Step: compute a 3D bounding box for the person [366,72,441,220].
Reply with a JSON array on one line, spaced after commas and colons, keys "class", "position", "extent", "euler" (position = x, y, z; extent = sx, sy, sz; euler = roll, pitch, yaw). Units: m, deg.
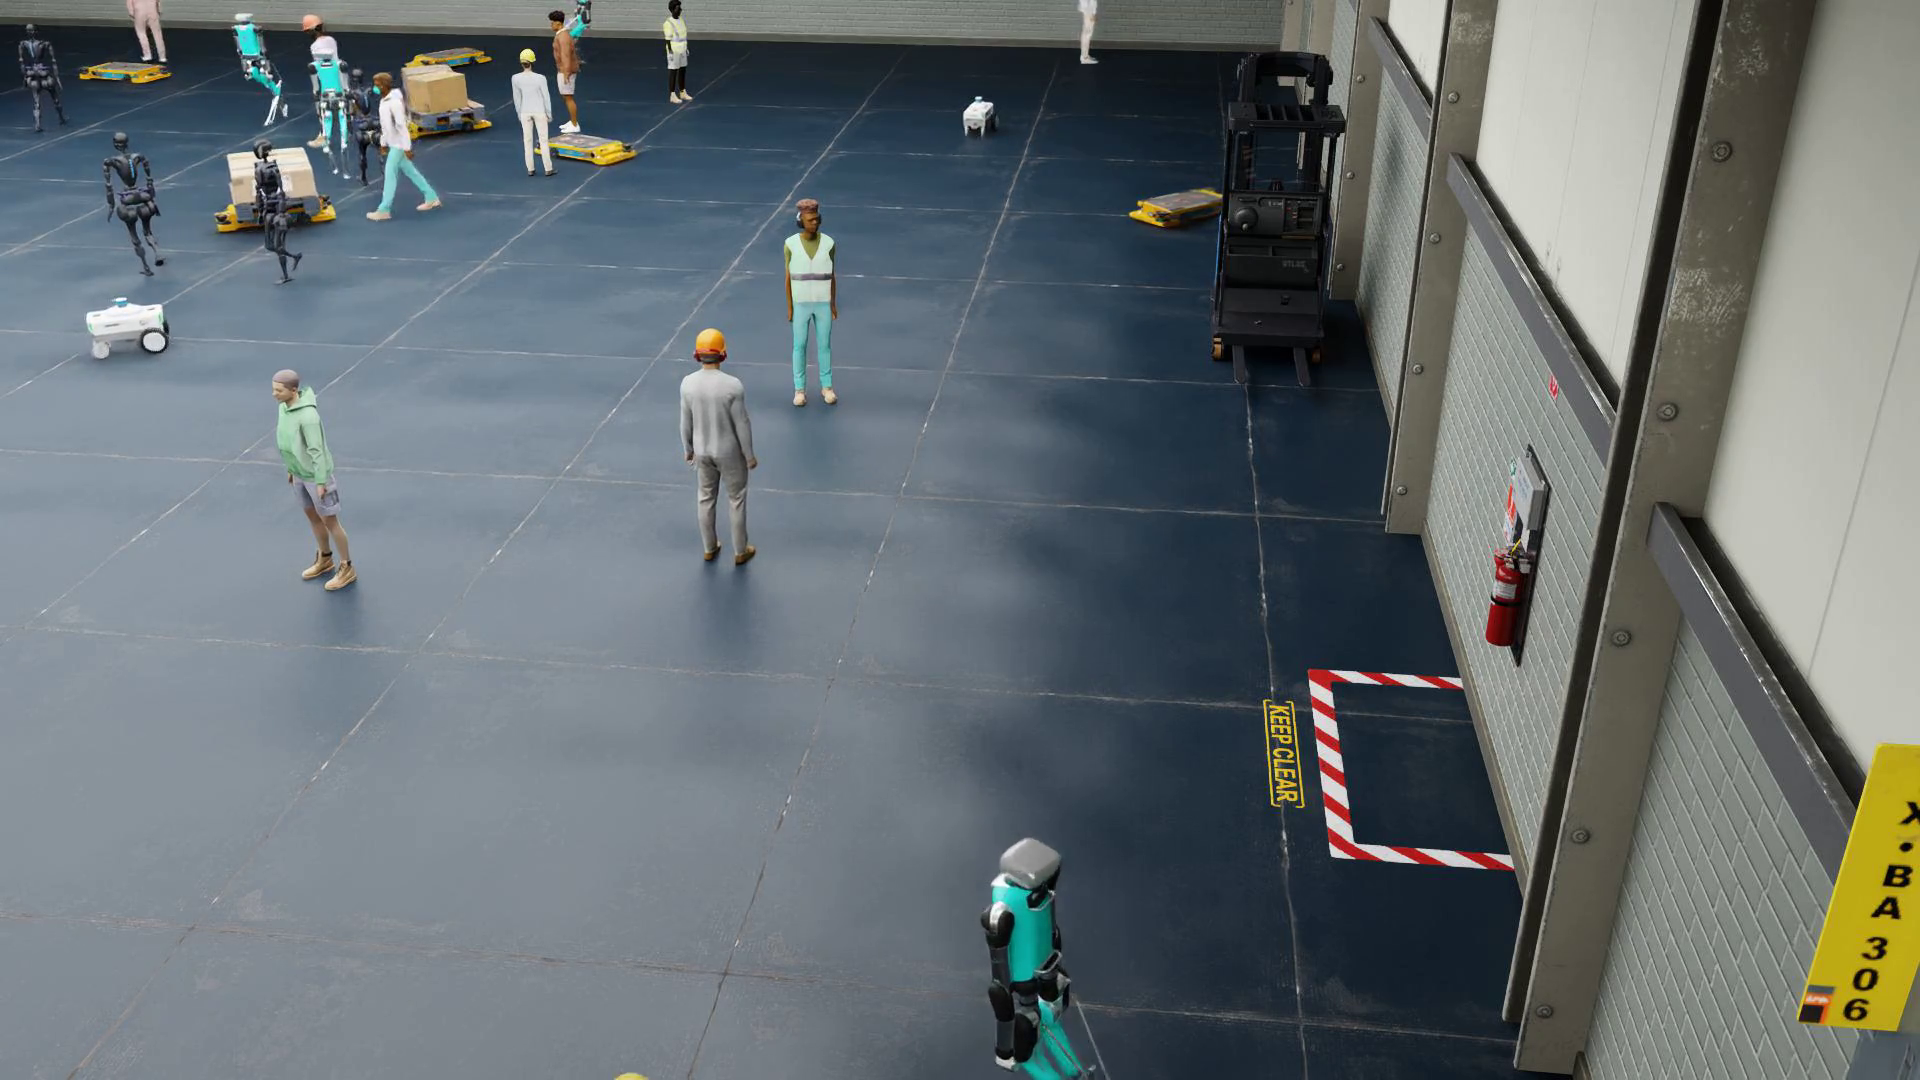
[{"class": "person", "position": [-7.329, -5.152, 21.649], "extent": [1.009, 1.865, 0.511], "euler": [-17, 31, -30]}]

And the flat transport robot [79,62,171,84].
[{"class": "flat transport robot", "position": [-15.025, -8.405, 29.917], "extent": [1.431, 0.231, 0.659], "euler": [8, 28, 15]}]

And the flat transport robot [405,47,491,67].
[{"class": "flat transport robot", "position": [-9.551, -8.960, 31.026], "extent": [0.659, 0.231, 1.431], "euler": [21, 34, 36]}]

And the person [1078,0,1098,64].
[{"class": "person", "position": [2.398, -9.865, 31.046], "extent": [0.391, 1.871, 0.505], "euler": [-2, 27, -5]}]

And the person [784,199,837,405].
[{"class": "person", "position": [-1.407, -2.252, 15.731], "extent": [0.489, 1.977, 0.398], "euler": [-6, 27, -11]}]

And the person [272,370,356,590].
[{"class": "person", "position": [-4.850, -0.464, 12.435], "extent": [0.470, 1.733, 0.325], "euler": [20, 33, 34]}]

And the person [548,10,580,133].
[{"class": "person", "position": [-6.158, -7.338, 26.036], "extent": [0.413, 1.841, 0.794], "euler": [-8, 28, -16]}]

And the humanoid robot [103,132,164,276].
[{"class": "humanoid robot", "position": [-9.646, -3.915, 19.381], "extent": [0.344, 1.652, 0.595], "euler": [21, 33, 35]}]

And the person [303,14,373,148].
[{"class": "person", "position": [-9.386, -6.866, 24.946], "extent": [1.068, 1.980, 0.656], "euler": [4, 27, 9]}]

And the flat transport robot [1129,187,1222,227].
[{"class": "flat transport robot", "position": [2.985, -4.369, 21.860], "extent": [1.431, 0.231, 0.659], "euler": [-18, 32, -31]}]

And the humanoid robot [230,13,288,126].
[{"class": "humanoid robot", "position": [-11.093, -7.575, 26.660], "extent": [0.547, 1.788, 0.924], "euler": [7, 27, 13]}]

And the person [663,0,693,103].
[{"class": "person", "position": [-4.750, -8.221, 27.963], "extent": [0.322, 1.690, 0.530], "euler": [13, 29, 24]}]

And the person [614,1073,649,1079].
[{"class": "person", "position": [-1.141, 2.677, 6.154], "extent": [0.611, 1.747, 0.499], "euler": [-18, 32, -31]}]

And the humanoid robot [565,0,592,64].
[{"class": "humanoid robot", "position": [-7.114, -9.576, 30.681], "extent": [0.746, 1.838, 0.542], "euler": [-16, 31, -30]}]

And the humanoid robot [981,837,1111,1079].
[{"class": "humanoid robot", "position": [0.464, 2.138, 7.234], "extent": [0.723, 1.777, 0.538], "euler": [14, 30, 26]}]

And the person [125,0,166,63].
[{"class": "person", "position": [-15.218, -9.876, 31.040], "extent": [0.682, 1.881, 0.689], "euler": [-20, 33, -35]}]

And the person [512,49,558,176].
[{"class": "person", "position": [-6.021, -6.028, 23.500], "extent": [0.524, 1.768, 0.306], "euler": [2, 27, 4]}]

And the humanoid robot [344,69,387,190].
[{"class": "humanoid robot", "position": [-8.161, -5.658, 22.892], "extent": [0.596, 1.627, 0.750], "euler": [-19, 32, -33]}]

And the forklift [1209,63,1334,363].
[{"class": "forklift", "position": [3.241, -3.477, 17.183], "extent": [1.129, 2.768, 1.873], "euler": [3, 27, 6]}]

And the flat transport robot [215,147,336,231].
[{"class": "flat transport robot", "position": [-8.913, -4.258, 21.639], "extent": [1.431, 0.231, 0.659], "euler": [-12, 29, -22]}]

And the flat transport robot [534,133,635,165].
[{"class": "flat transport robot", "position": [-5.593, -5.822, 24.760], "extent": [1.431, 0.231, 0.659], "euler": [16, 31, 29]}]

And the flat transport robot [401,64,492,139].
[{"class": "flat transport robot", "position": [-8.201, -6.564, 26.243], "extent": [1.431, 0.231, 0.659], "euler": [-19, 33, -34]}]

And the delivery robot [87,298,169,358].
[{"class": "delivery robot", "position": [-8.620, -2.223, 17.232], "extent": [0.756, 0.571, 0.499], "euler": [-11, 29, -21]}]

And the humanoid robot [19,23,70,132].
[{"class": "humanoid robot", "position": [-14.498, -7.287, 26.187], "extent": [0.591, 1.632, 0.819], "euler": [-1, 27, -3]}]

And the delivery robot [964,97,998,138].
[{"class": "delivery robot", "position": [0.296, -6.641, 26.072], "extent": [0.499, 0.590, 0.793], "euler": [6, 27, 12]}]

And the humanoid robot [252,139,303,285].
[{"class": "humanoid robot", "position": [-7.830, -3.789, 19.140], "extent": [0.587, 1.648, 0.492], "euler": [19, 32, 33]}]

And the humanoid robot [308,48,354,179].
[{"class": "humanoid robot", "position": [-8.823, -5.937, 23.413], "extent": [0.534, 1.831, 0.763], "euler": [-5, 27, -9]}]

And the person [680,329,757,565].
[{"class": "person", "position": [-1.847, -0.701, 12.736], "extent": [0.579, 1.887, 0.388], "euler": [7, 27, 13]}]
